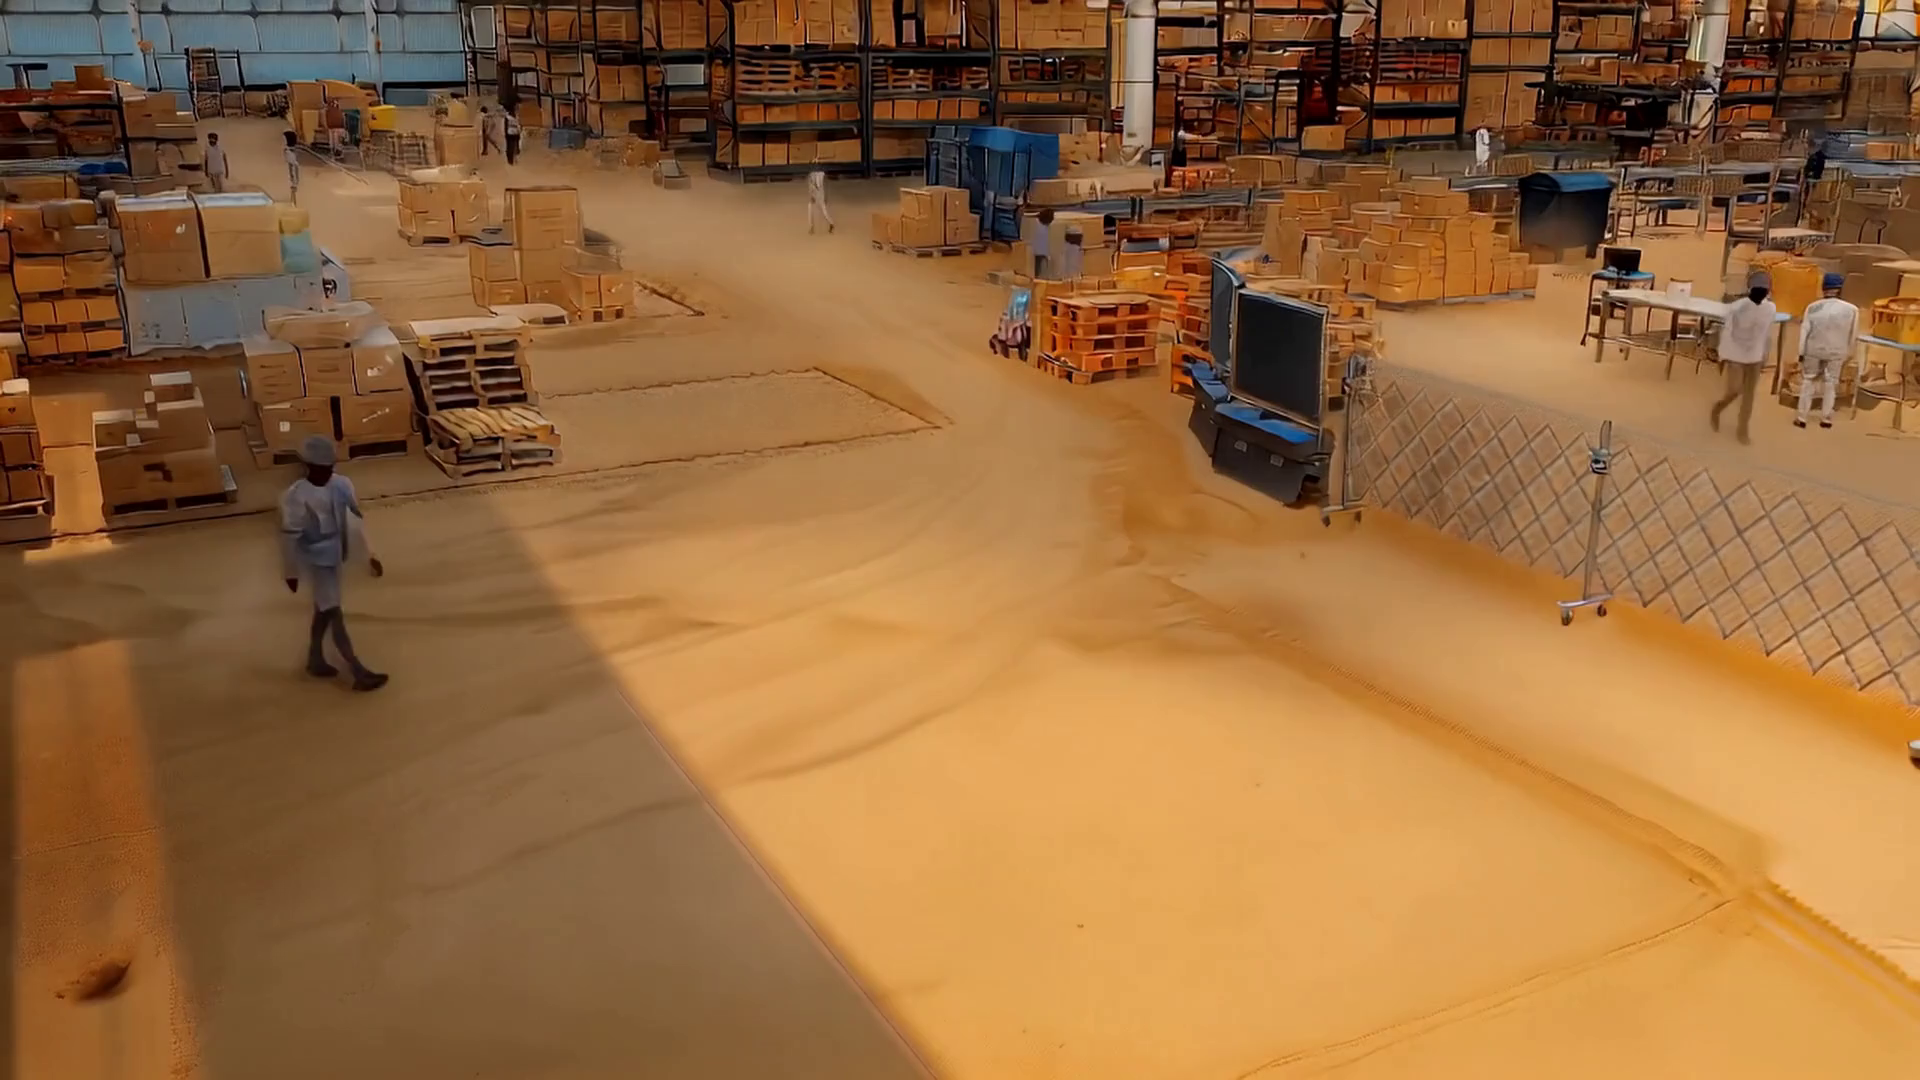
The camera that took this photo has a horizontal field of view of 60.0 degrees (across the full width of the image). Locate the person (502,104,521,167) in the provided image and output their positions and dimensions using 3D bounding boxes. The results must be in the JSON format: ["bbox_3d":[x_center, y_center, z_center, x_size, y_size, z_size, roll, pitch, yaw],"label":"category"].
[{"bbox_3d":[-13.851,-12.481,51.306,0.391,1.914,0.587,8,20,25],"label":"person"}]

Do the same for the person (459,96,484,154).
[{"bbox_3d":[-16.643,-13.915,55.825,1.013,1.899,0.643,0,18,-1],"label":"person"}]

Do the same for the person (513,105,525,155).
[{"bbox_3d":[-14.805,-13.712,55.588,0.312,1.636,0.520,-15,23,-38],"label":"person"}]

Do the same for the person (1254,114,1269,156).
[{"bbox_3d":[8.386,-10.858,46.214,0.370,1.932,0.543,16,24,40],"label":"person"}]

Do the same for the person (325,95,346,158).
[{"bbox_3d":[-20.501,-13.575,54.598,0.609,1.986,0.391,-17,24,-42],"label":"person"}]

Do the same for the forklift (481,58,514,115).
[{"bbox_3d":[-17.753,-17.403,65.091,1.873,2.768,1.129,-9,20,-26],"label":"forklift"}]

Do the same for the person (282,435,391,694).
[{"bbox_3d":[-4.507,0.156,11.952,0.977,1.879,0.556,8,20,24],"label":"person"}]

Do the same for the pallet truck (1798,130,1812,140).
[{"bbox_3d":[25.526,-11.556,49.408,1.630,1.274,0.653,-9,20,-26],"label":"pallet truck"}]

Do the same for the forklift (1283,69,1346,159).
[{"bbox_3d":[11.615,-13.871,54.079,1.129,2.768,1.873,-9,20,-27],"label":"forklift"}]

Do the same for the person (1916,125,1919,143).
[{"bbox_3d":[35.217,-15.478,60.514,0.623,1.992,0.396,-4,18,-14],"label":"person"}]

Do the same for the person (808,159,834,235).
[{"bbox_3d":[-3.037,-7.377,35.844,0.541,1.621,0.517,14,22,36],"label":"person"}]

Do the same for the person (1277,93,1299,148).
[{"bbox_3d":[11.512,-14.646,58.100,0.765,1.880,0.651,-8,19,-23],"label":"person"}]

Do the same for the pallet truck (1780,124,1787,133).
[{"bbox_3d":[25.206,-12.542,52.601,1.601,1.201,0.680,0,18,-2],"label":"pallet truck"}]

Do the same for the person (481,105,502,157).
[{"bbox_3d":[-15.456,-13.425,54.633,0.720,1.673,0.536,9,20,25],"label":"person"}]

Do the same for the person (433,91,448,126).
[{"bbox_3d":[-18.453,-15.000,59.147,0.555,1.923,0.724,-13,22,-34],"label":"person"}]

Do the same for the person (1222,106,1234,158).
[{"bbox_3d":[8.652,-13.189,53.869,0.559,1.680,0.377,-8,19,-23],"label":"person"}]

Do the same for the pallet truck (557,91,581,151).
[{"bbox_3d":[-13.495,-14.412,57.188,0.823,1.965,1.885,-3,18,-9],"label":"pallet truck"}]

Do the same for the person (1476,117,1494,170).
[{"bbox_3d":[13.620,-9.959,43.247,0.389,2.034,0.605,-1,18,-2],"label":"person"}]

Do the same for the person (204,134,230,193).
[{"bbox_3d":[-18.126,-8.977,40.553,0.523,1.813,1.013,-3,18,-9],"label":"person"}]

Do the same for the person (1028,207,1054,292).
[{"bbox_3d":[1.420,-4.699,27.534,0.651,1.603,0.567,2,18,8],"label":"person"}]

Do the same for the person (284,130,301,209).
[{"bbox_3d":[-15.844,-8.727,39.513,0.368,1.965,0.609,-4,18,-12],"label":"person"}]

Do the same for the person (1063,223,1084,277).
[{"bbox_3d":[1.587,-3.840,24.677,0.673,1.724,0.490,-2,18,-5],"label":"person"}]

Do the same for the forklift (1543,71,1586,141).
[{"bbox_3d":[18.685,-13.231,52.085,1.873,2.768,1.129,-9,20,-26],"label":"forklift"}]

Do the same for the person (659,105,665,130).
[{"bbox_3d":[-10.965,-15.970,62.324,0.648,1.818,0.655,-11,21,-31],"label":"person"}]

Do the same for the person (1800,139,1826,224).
[{"bbox_3d":[19.337,-8.148,37.822,0.462,1.889,0.677,13,22,36],"label":"person"}]

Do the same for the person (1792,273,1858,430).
[{"bbox_3d":[10.054,-2.183,19.355,0.598,1.826,0.403,5,18,14],"label":"person"}]

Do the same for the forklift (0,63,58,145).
[{"bbox_3d":[-33.566,-15.610,59.499,1.873,2.768,1.129,-9,20,-26],"label":"forklift"}]

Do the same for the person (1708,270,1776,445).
[{"bbox_3d":[8.815,-2.068,18.735,0.632,1.976,0.528,-3,18,-9],"label":"person"}]

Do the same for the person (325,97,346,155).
[{"bbox_3d":[-20.816,-13.847,55.579,0.888,1.901,0.650,13,22,35],"label":"person"}]
